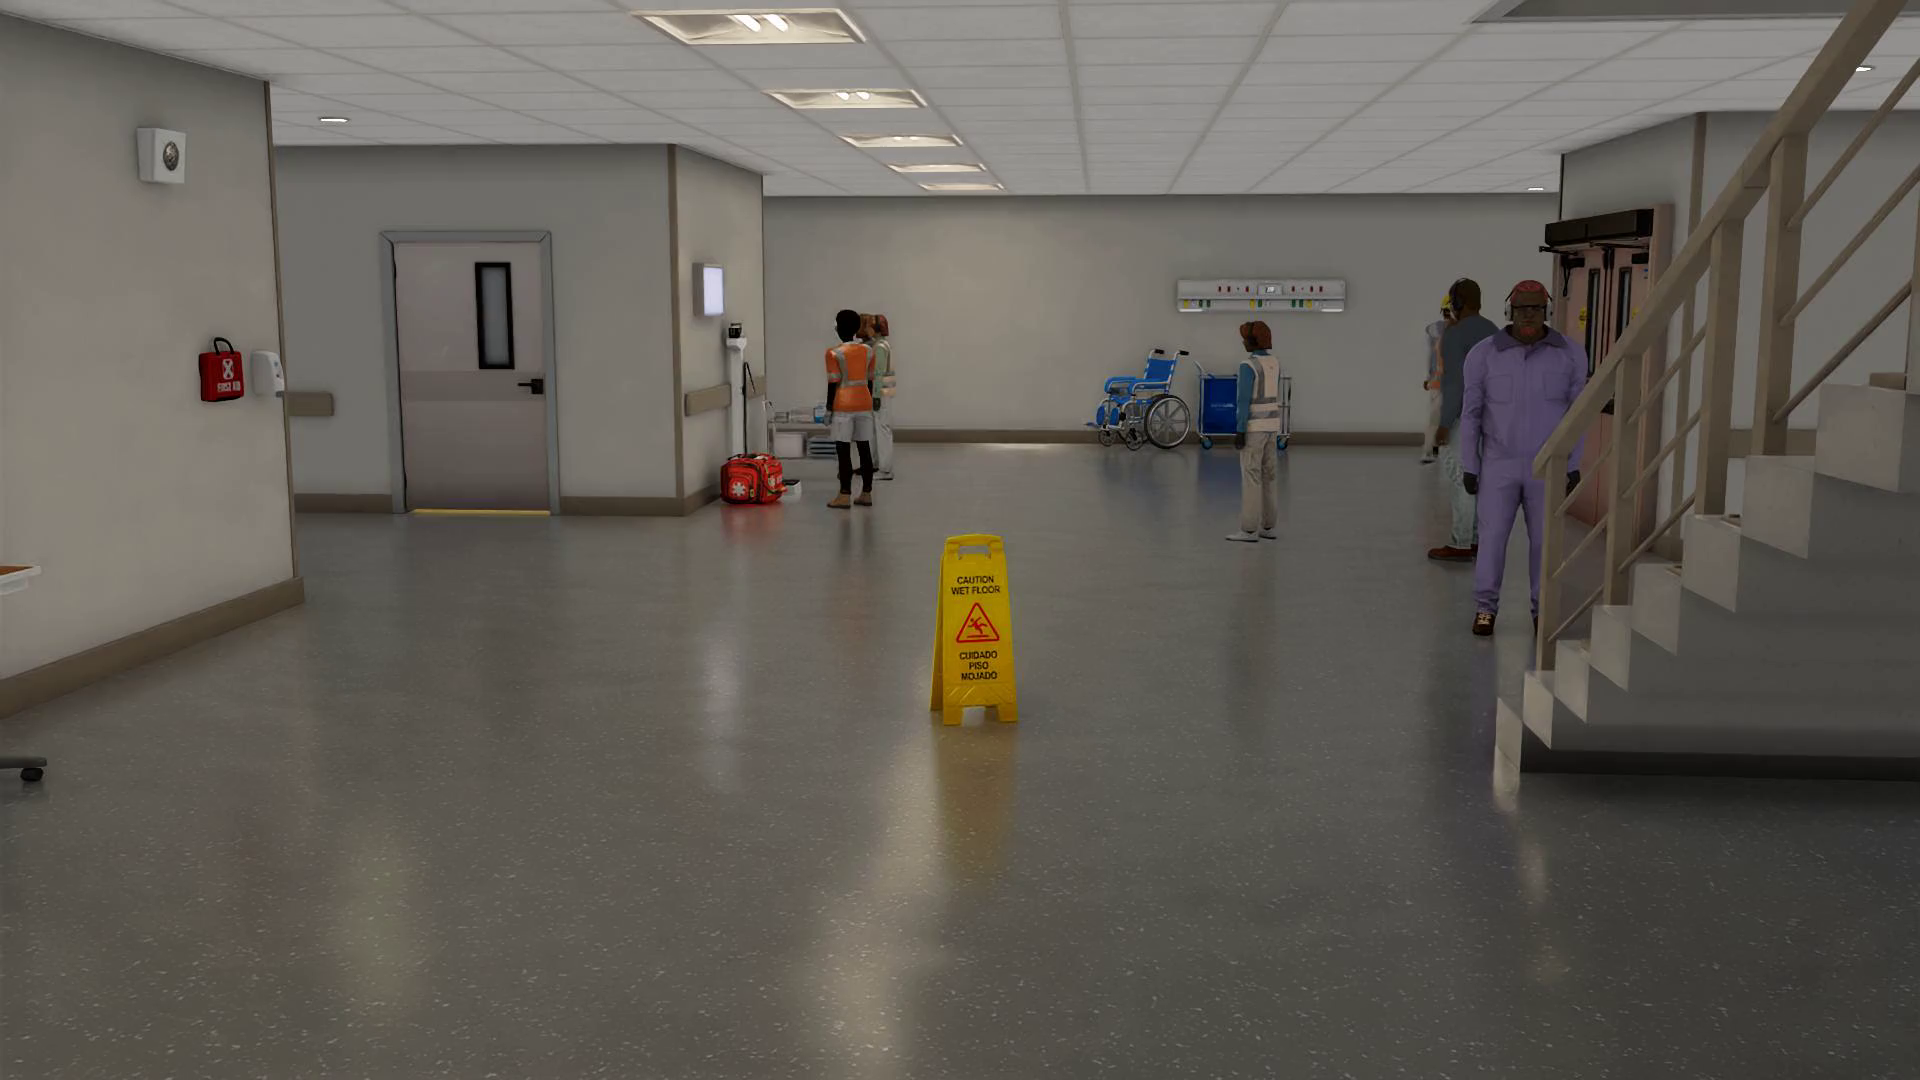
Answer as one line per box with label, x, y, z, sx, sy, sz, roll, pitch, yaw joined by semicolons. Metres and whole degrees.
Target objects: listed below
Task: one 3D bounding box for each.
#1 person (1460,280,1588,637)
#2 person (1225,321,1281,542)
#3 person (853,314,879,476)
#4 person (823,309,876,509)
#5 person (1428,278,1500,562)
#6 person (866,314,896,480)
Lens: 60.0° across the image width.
person;2.974;-0.417;8.810;0.634;1.900;0.398;2;9;12
person;2.198;-0.799;12.288;0.319;1.631;0.518;7;11;38
person;-0.950;-1.460;16.770;0.278;1.633;0.507;-2;9;-11
person;-0.943;-1.112;14.183;0.530;1.697;0.321;-8;11;-43
person;3.457;-0.815;11.369;0.635;1.931;0.354;-8;12;-44
person;-0.783;-1.403;16.396;0.313;1.632;0.518;0;8;-1
